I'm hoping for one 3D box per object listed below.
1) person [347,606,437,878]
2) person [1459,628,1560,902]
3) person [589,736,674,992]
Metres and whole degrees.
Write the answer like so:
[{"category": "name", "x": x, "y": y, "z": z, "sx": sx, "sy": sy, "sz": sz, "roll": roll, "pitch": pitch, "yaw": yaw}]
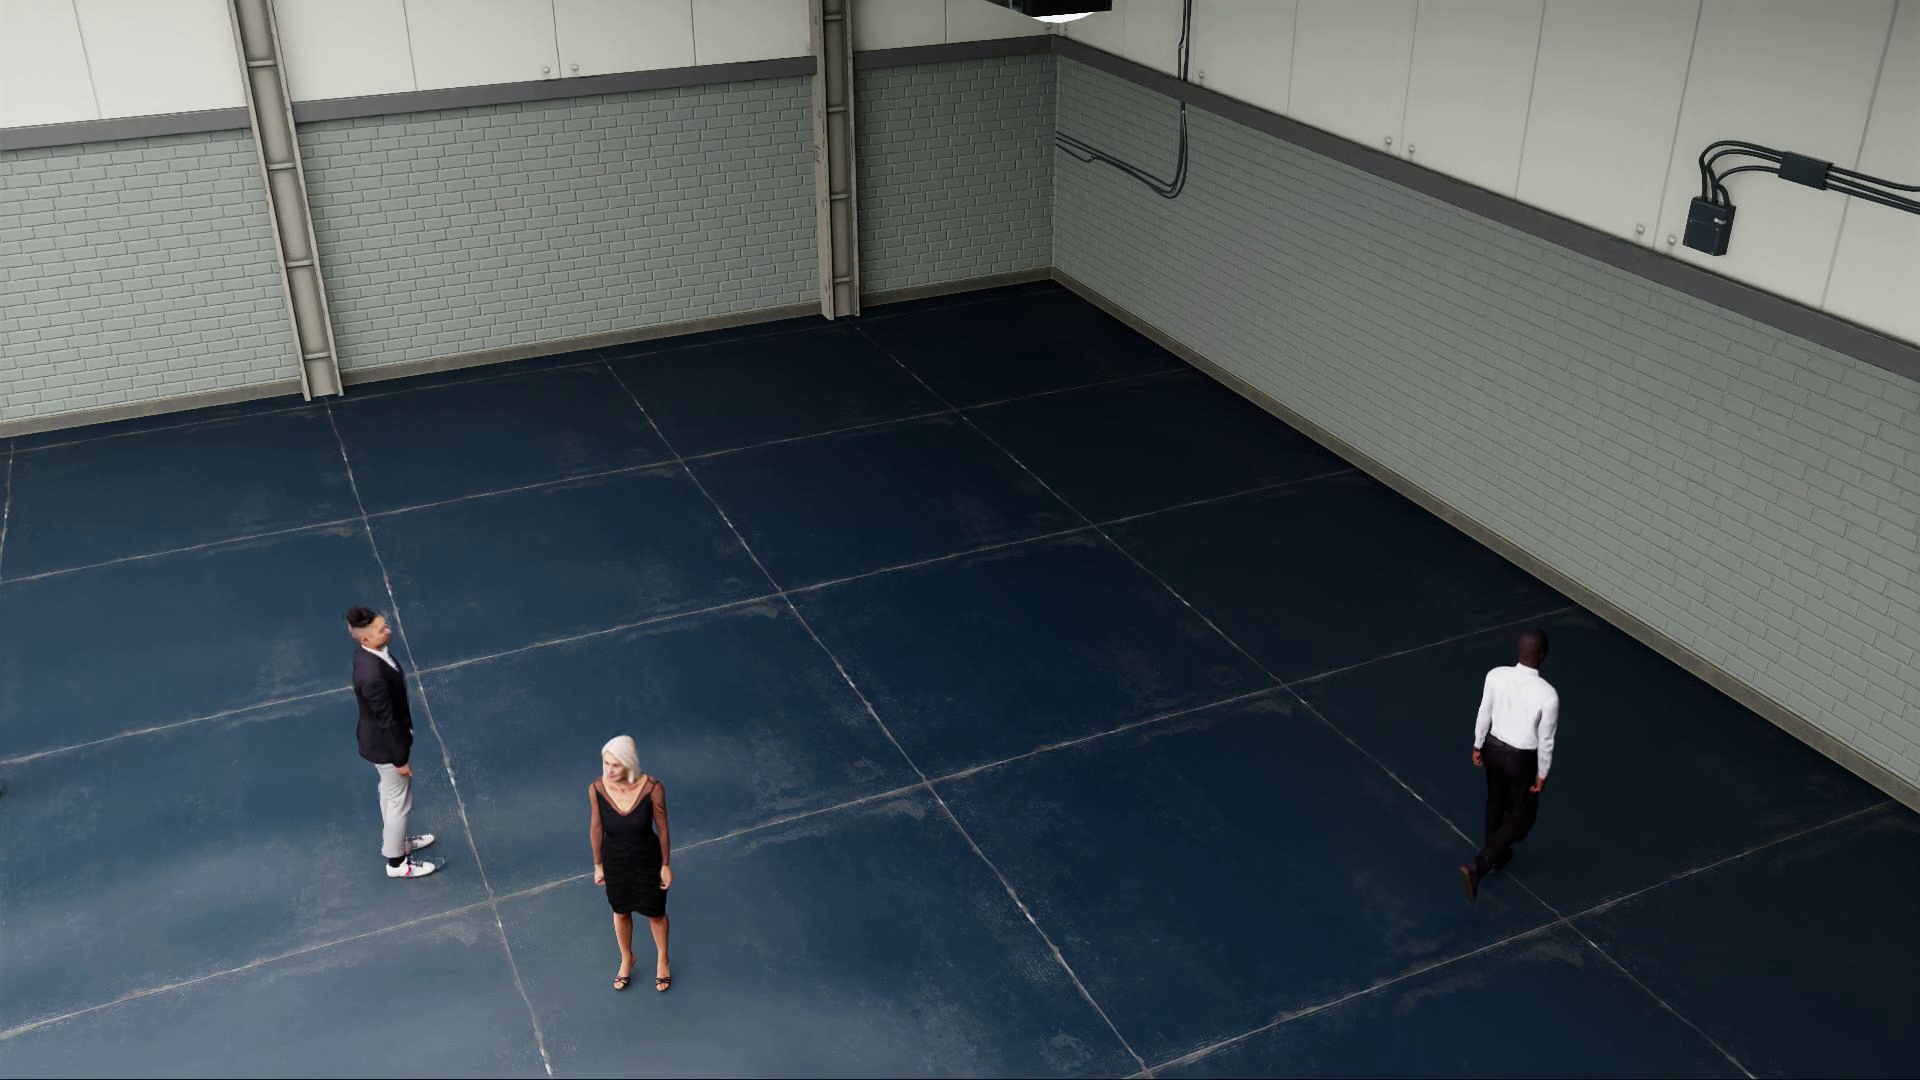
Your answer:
[{"category": "person", "x": -3.596, "y": 1.214, "z": 10.416, "sx": 0.567, "sy": 1.945, "sz": 0.711, "roll": -14, "pitch": 30, "yaw": -25}, {"category": "person", "x": 3.334, "y": 1.400, "z": 10.198, "sx": 0.910, "sy": 1.814, "sz": 1.161, "roll": 23, "pitch": 35, "yaw": 37}, {"category": "person", "x": -1.846, "y": 1.829, "z": 9.442, "sx": 0.614, "sy": 1.744, "sz": 0.736, "roll": 2, "pitch": 27, "yaw": 4}]
